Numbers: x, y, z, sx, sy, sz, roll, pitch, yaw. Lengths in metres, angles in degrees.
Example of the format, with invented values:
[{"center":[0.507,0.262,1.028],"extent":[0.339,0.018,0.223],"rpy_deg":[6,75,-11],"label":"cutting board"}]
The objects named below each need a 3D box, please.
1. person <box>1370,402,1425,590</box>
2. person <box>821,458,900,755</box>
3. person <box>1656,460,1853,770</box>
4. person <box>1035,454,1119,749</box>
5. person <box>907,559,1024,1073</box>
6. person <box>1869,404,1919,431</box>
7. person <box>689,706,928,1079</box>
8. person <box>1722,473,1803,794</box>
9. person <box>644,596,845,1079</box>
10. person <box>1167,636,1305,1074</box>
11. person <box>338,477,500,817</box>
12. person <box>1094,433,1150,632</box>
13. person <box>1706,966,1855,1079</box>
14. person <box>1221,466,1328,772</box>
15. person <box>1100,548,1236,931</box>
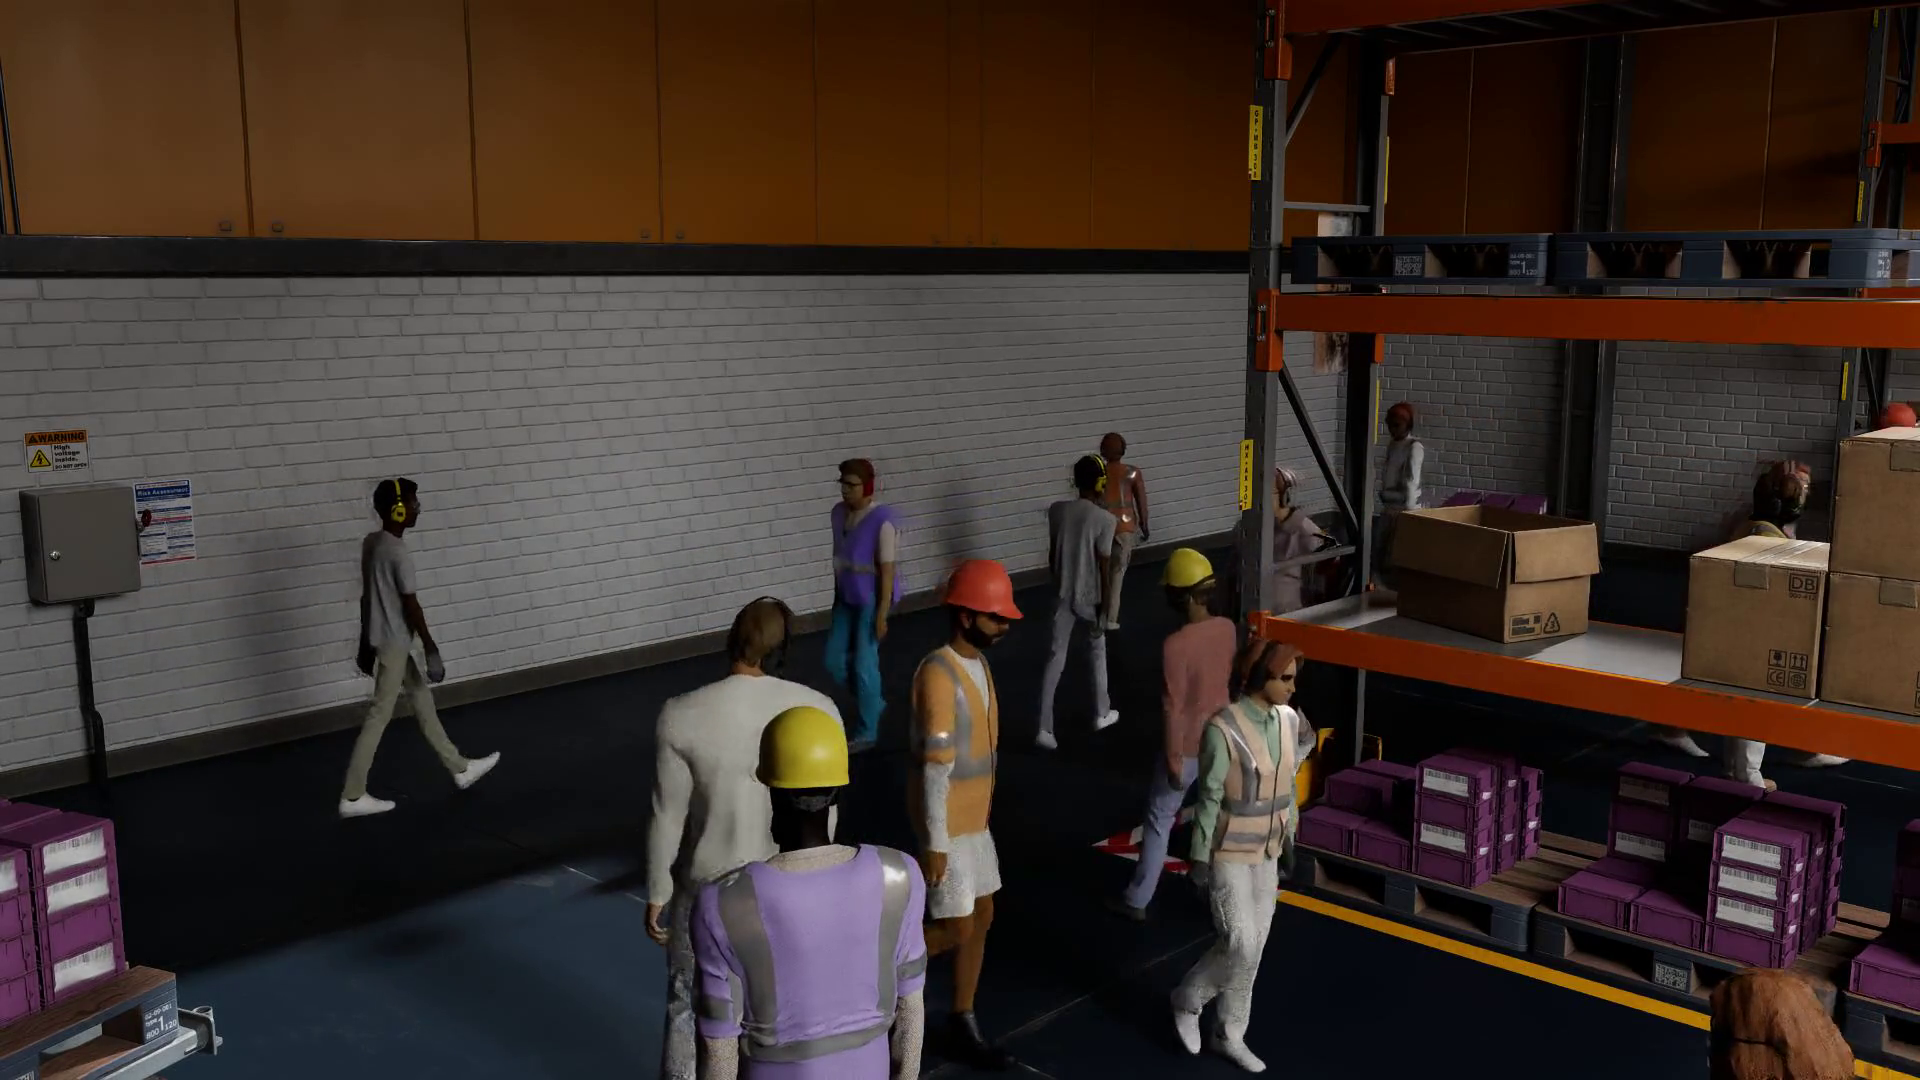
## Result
[{"center":[3.804,-0.255,14.080],"extent":[0.735,1.854,0.609],"rpy_deg":[-2,10,-13],"label":"person"},{"center":[-0.606,0.402,10.102],"extent":[0.441,1.824,0.600],"rpy_deg":[-7,12,-37],"label":"person"},{"center":[4.731,0.440,9.875],"extent":[1.078,1.847,0.624],"rpy_deg":[2,10,14],"label":"person"},{"center":[0.726,0.373,10.347],"extent":[0.526,1.817,1.008],"rpy_deg":[5,10,27],"label":"person"},{"center":[-0.080,1.009,6.127],"extent":[0.620,1.913,0.576],"rpy_deg":[4,10,22],"label":"person"},{"center":[6.873,0.000,12.145],"extent":[0.562,1.971,0.637],"rpy_deg":[8,13,42],"label":"person"},{"center":[-0.365,1.346,4.007],"extent":[0.588,1.927,0.369],"rpy_deg":[-5,10,-27],"label":"person"},{"center":[4.439,0.545,9.177],"extent":[0.429,1.842,0.637],"rpy_deg":[3,10,16],"label":"person"},{"center":[-0.689,1.136,5.428],"extent":[0.681,1.898,0.568],"rpy_deg":[-4,10,-25],"label":"person"},{"center":[1.048,1.151,6.104],"extent":[0.537,1.616,0.369],"rpy_deg":[-8,12,-42],"label":"person"},{"center":[-2.985,0.570,9.082],"extent":[0.970,1.812,0.559],"rpy_deg":[-7,11,-35],"label":"person"},{"center":[1.300,-0.078,13.729],"extent":[0.523,1.604,0.809],"rpy_deg":[4,10,25],"label":"person"},{"center":[1.752,1.634,3.253],"extent":[0.637,1.601,0.513],"rpy_deg":[6,11,30],"label":"person"},{"center":[1.797,0.494,9.425],"extent":[0.948,1.872,0.658],"rpy_deg":[-7,12,-39],"label":"person"},{"center":[1.008,0.893,7.381],"extent":[0.541,1.734,0.715],"rpy_deg":[-8,12,-42],"label":"person"}]
